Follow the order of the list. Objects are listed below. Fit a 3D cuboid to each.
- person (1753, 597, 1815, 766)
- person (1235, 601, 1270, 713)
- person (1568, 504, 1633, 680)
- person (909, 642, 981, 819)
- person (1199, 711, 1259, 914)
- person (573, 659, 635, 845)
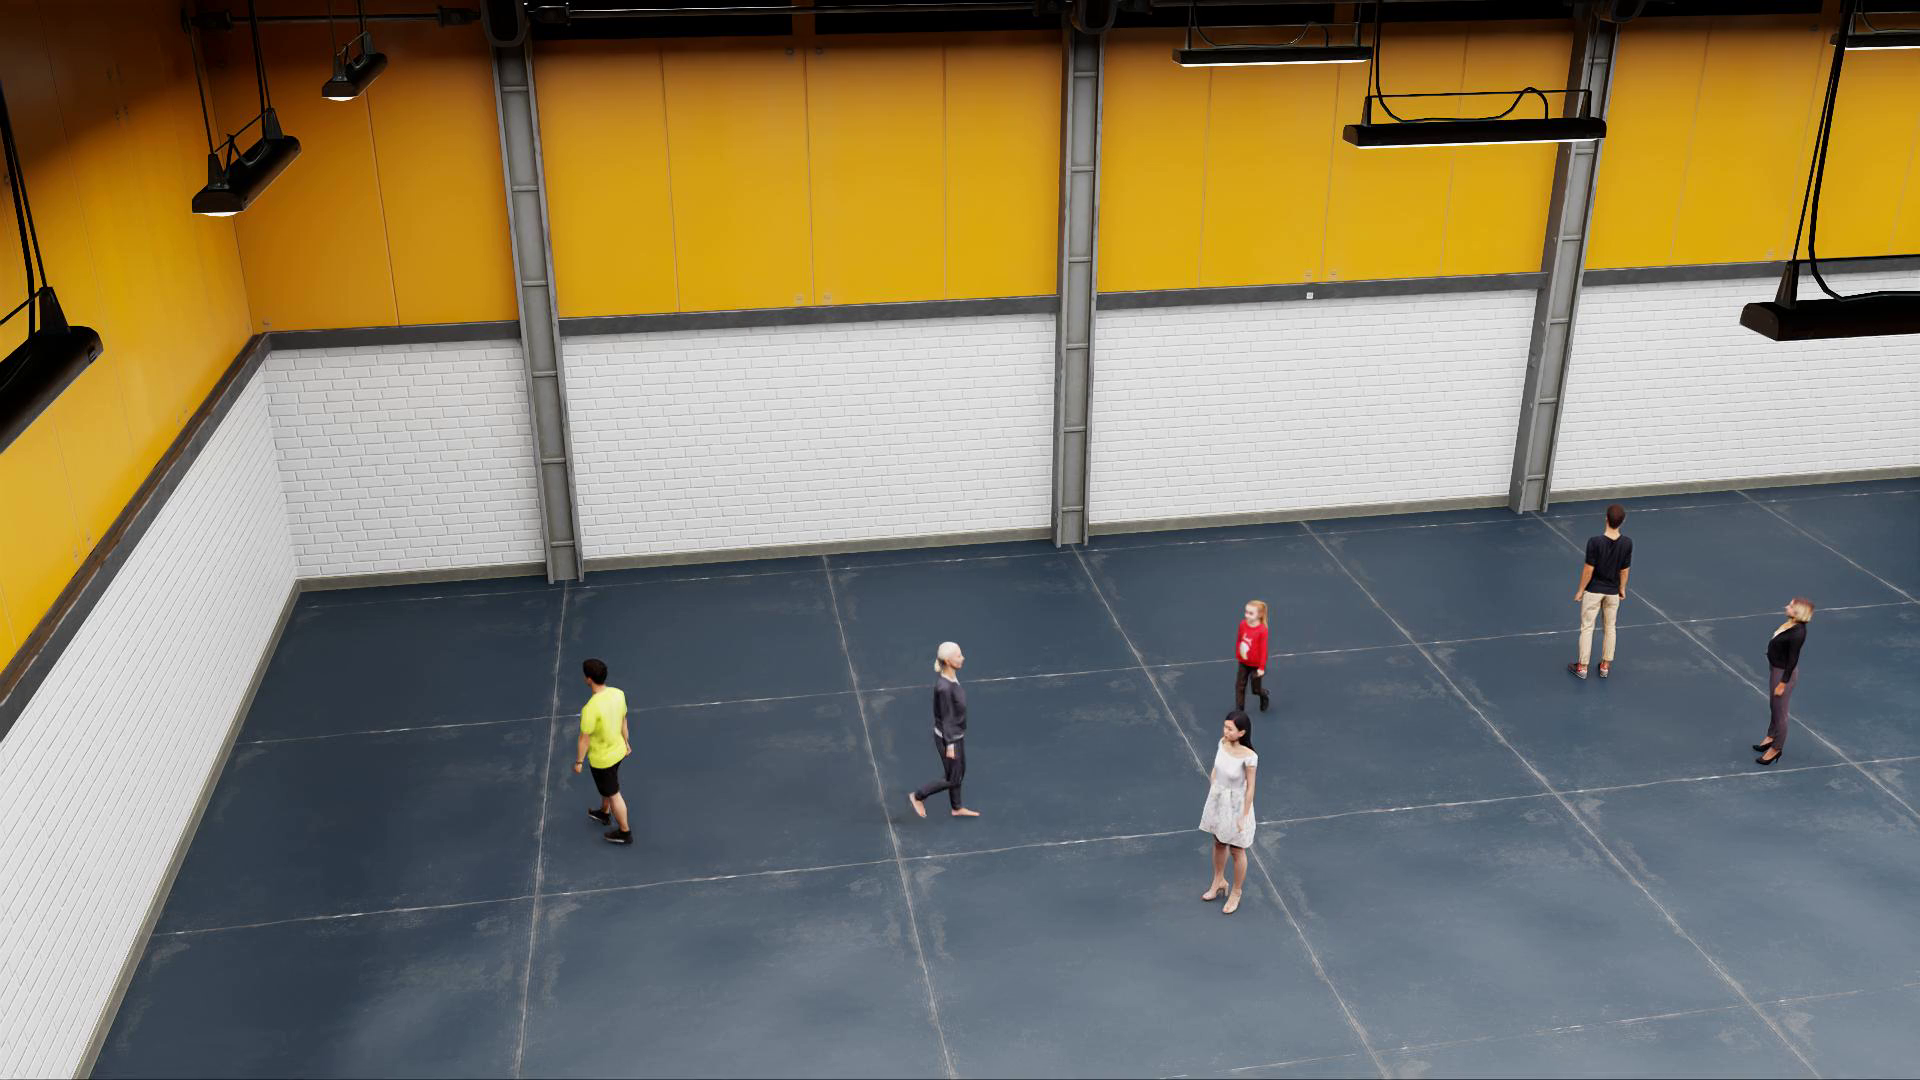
[{"bbox_3d":[7.580,1.280,15.290,0.687,1.672,0.677,8,25,19],"label":"person"},{"bbox_3d":[2.841,1.169,16.045,0.745,1.271,0.831,19,30,37],"label":"person"},{"bbox_3d":[6.486,0.519,16.800,0.500,1.856,0.733,-1,24,-3],"label":"person"},{"bbox_3d":[-0.159,1.668,14.348,0.905,1.714,0.739,2,24,4],"label":"person"},{"bbox_3d":[2.147,2.141,13.192,0.778,1.775,0.755,-16,28,-32],"label":"person"},{"bbox_3d":[-2.921,1.808,14.061,0.955,1.688,0.867,9,25,20],"label":"person"}]
